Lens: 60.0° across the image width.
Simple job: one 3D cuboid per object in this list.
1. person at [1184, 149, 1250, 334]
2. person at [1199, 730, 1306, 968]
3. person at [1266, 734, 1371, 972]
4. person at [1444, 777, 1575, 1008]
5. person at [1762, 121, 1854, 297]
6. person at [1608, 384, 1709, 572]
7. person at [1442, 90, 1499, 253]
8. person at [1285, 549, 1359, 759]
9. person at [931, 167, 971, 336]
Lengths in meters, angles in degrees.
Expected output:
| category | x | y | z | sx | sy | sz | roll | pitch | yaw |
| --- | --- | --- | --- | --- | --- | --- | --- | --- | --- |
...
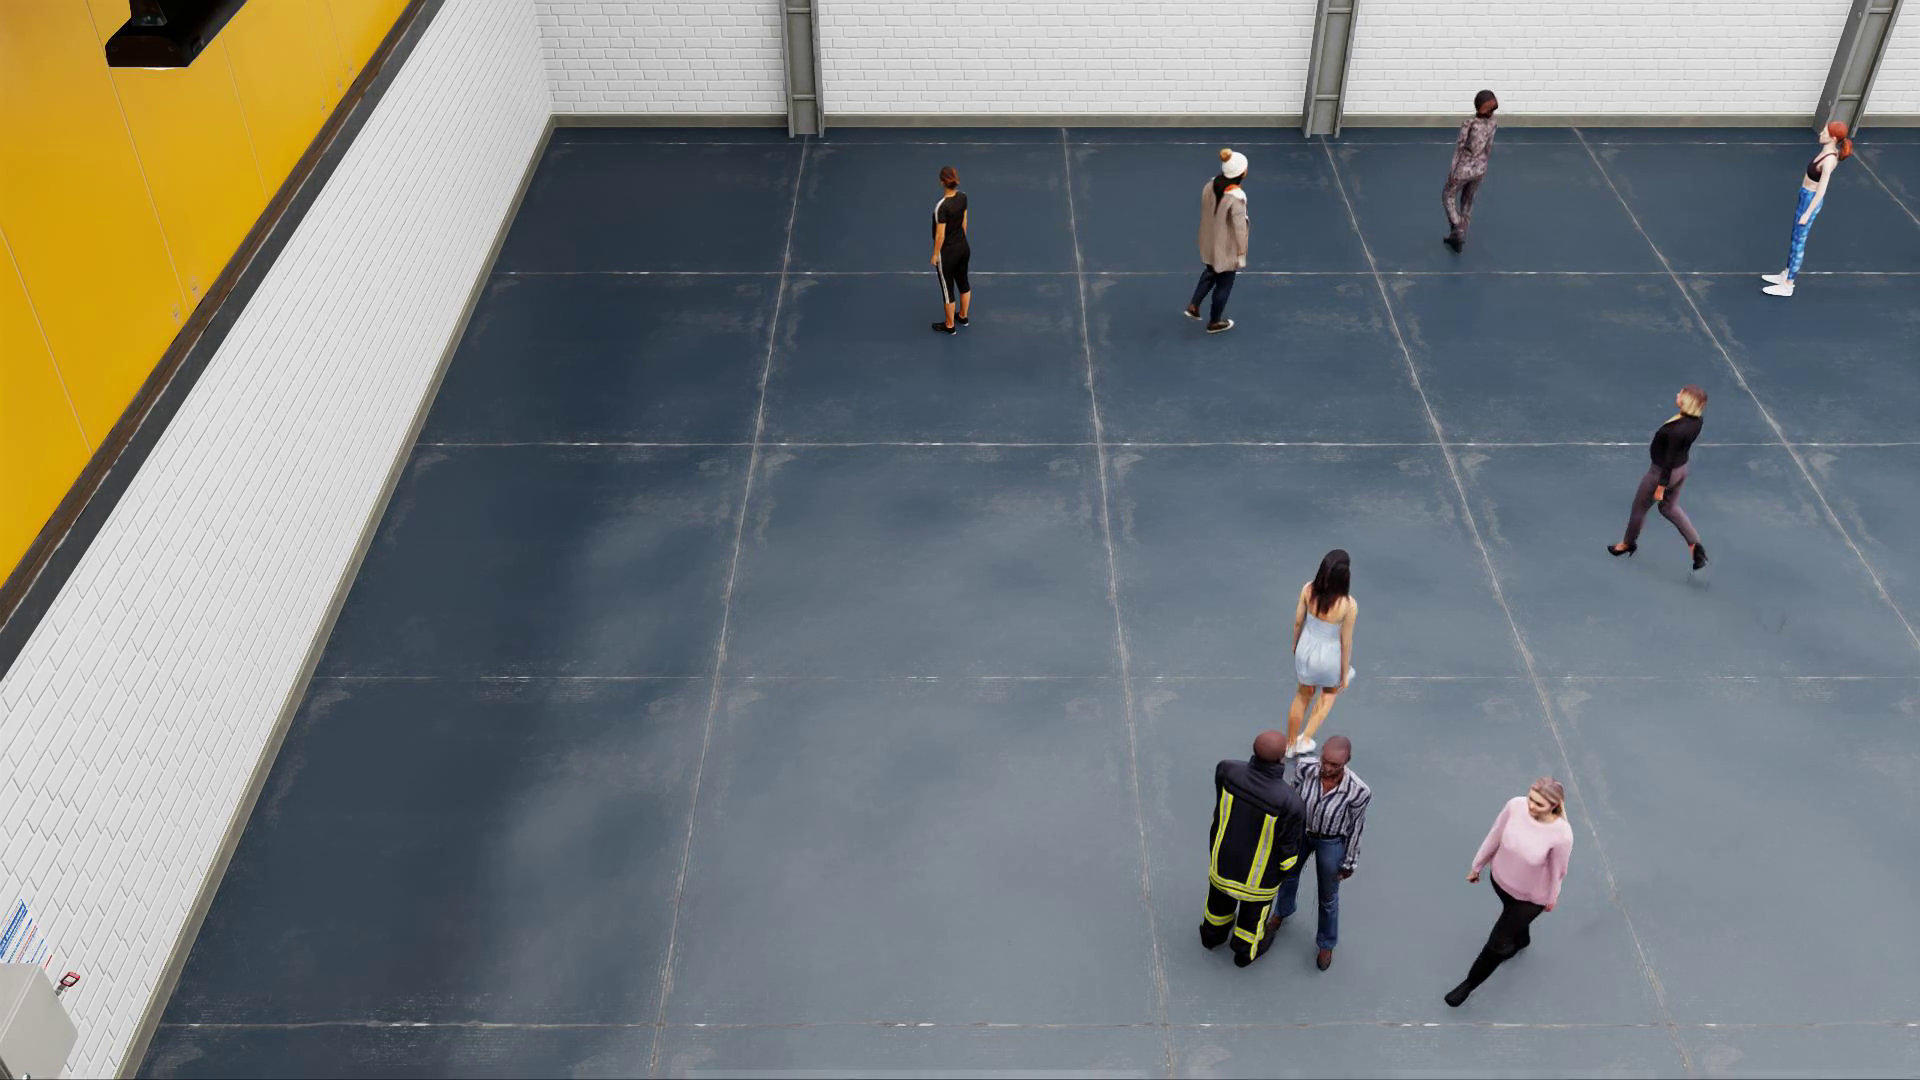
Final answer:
| category | x | y | z | sx | sy | sz | roll | pitch | yaw |
| --- | --- | --- | --- | --- | --- | --- | --- | --- | --- |
| person | 2.348 | -2.749 | 15.396 | 0.907 | 1.887 | 0.871 | -20 | 43 | -23 |
| person | 1.701 | 1.792 | 9.762 | 0.827 | 1.822 | 0.913 | 25 | 45 | 28 |
| person | 2.108 | 1.775 | 9.808 | 0.714 | 1.792 | 0.810 | 23 | 44 | 26 |
| person | 3.313 | 1.961 | 9.695 | 1.168 | 1.641 | 1.024 | -24 | 45 | -27 |
| person | 8.180 | -3.201 | 16.044 | 0.679 | 1.785 | 0.645 | 12 | 40 | 15 |
| person | 5.471 | -0.426 | 12.679 | 1.041 | 1.649 | 0.974 | 31 | 48 | 33 |
| person | 5.140 | -3.658 | 16.680 | 0.634 | 1.706 | 0.727 | -10 | 40 | -12 |
| person | 2.348 | 0.836 | 11.049 | 0.747 | 1.709 | 0.817 | 25 | 45 | 28 |
| person | -0.072 | -2.712 | 15.524 | 0.703 | 1.669 | 0.657 | 29 | 47 | 31 |
